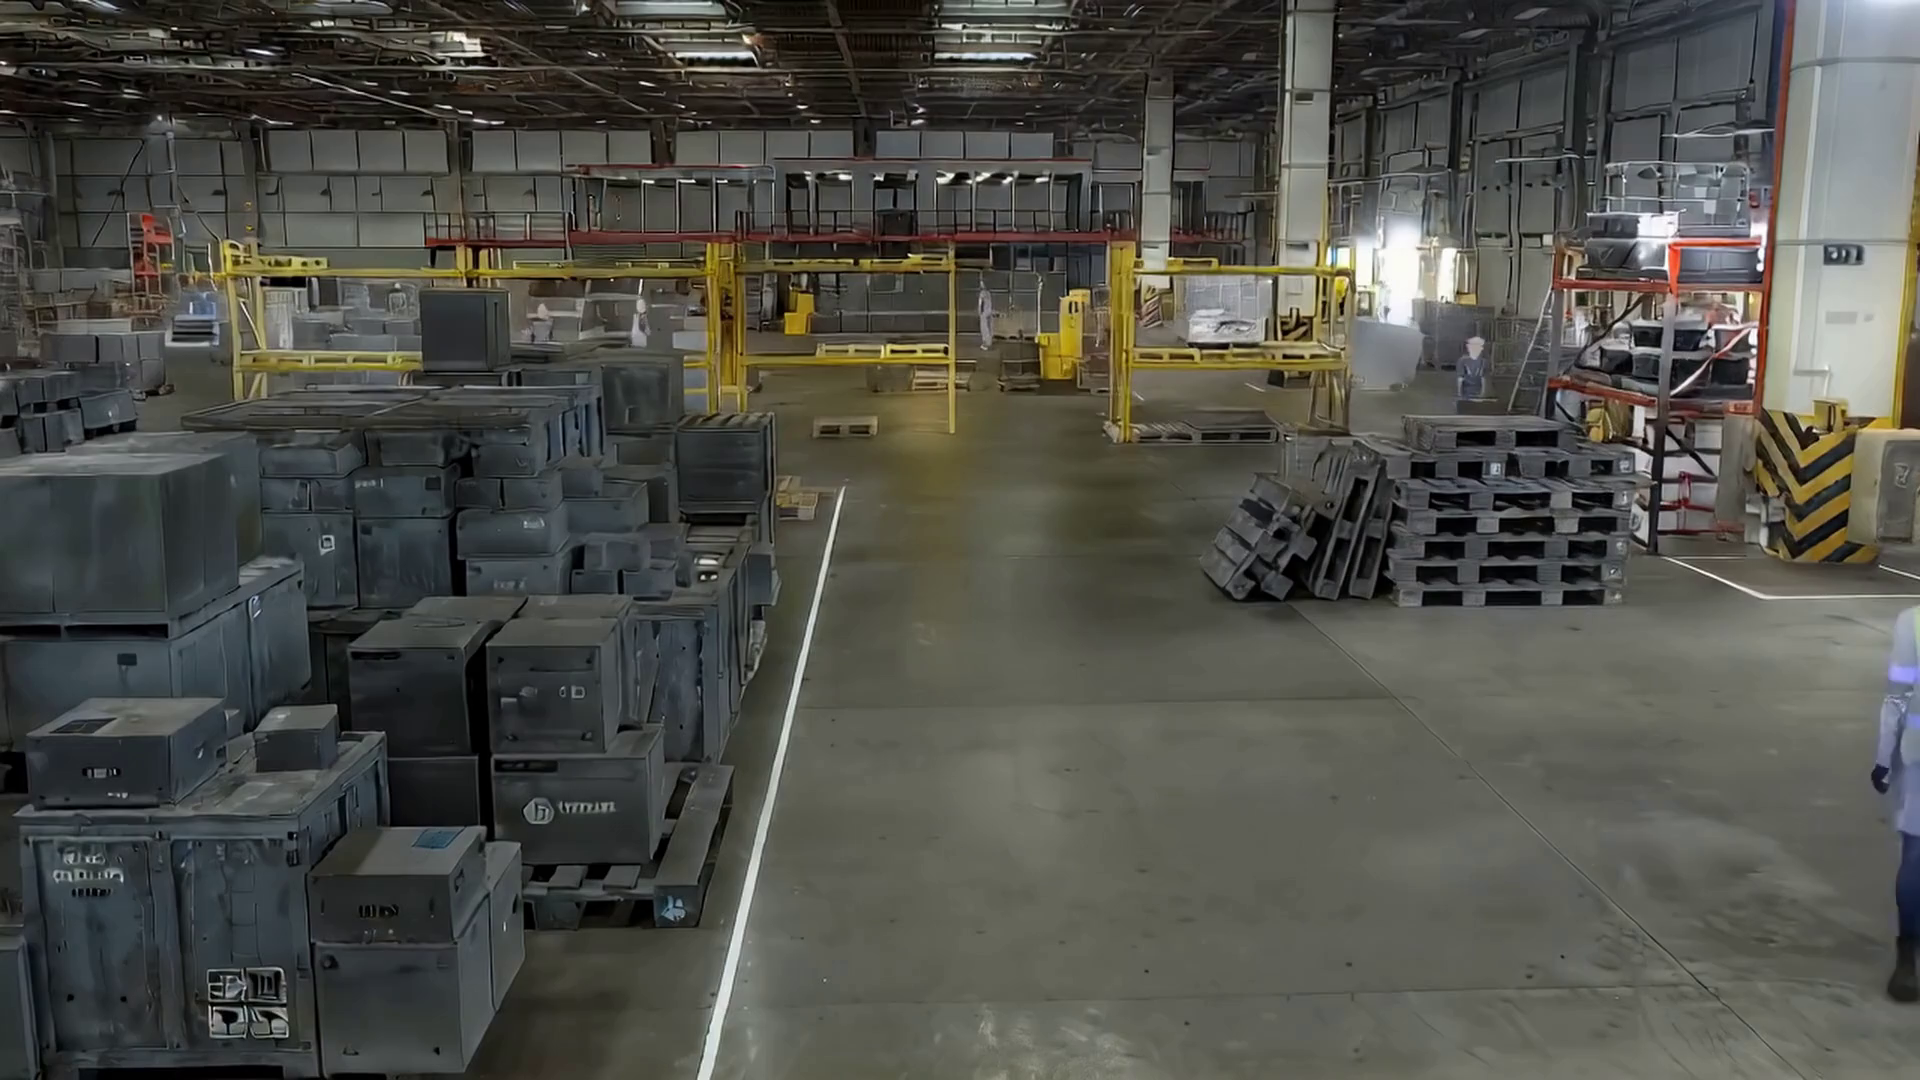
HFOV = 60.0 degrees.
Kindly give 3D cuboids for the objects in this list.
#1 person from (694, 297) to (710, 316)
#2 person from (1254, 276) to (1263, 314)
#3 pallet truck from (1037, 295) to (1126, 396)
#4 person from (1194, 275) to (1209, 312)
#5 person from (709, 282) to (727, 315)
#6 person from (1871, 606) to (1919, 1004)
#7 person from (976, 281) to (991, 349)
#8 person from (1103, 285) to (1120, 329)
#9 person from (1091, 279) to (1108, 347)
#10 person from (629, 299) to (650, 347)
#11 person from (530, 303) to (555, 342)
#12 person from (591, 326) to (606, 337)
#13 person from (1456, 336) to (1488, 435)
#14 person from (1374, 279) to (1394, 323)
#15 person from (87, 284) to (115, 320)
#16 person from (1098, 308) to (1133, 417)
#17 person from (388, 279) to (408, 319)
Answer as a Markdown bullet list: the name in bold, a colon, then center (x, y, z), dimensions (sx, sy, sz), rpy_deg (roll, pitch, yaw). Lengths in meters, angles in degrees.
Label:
- **person**: center (-6.082, -4.843, 39.130), dimensions (0.295, 1.744, 0.485), rpy_deg (7, 12, 34)
- **person**: center (12.390, -10.298, 69.003), dimensions (0.386, 1.928, 0.589), rpy_deg (-2, 10, -12)
- **pallet truck**: center (2.483, -3.881, 33.060), dimensions (1.885, 1.965, 0.823), rpy_deg (-7, 13, -36)
- **person**: center (10.363, -10.749, 71.374), dimensions (0.624, 1.985, 0.413), rpy_deg (3, 11, 14)
- **person**: center (-6.813, -6.297, 46.686), dimensions (0.544, 1.939, 0.354), rpy_deg (-2, 10, -9)
- **person**: center (3.960, 0.909, 6.591), dimensions (0.585, 1.915, 0.694), rpy_deg (5, 11, 27)
- **person**: center (0.648, -6.414, 47.400), dimensions (0.389, 1.927, 0.646), rpy_deg (5, 11, 25)
- **person**: center (4.191, -6.162, 46.202), dimensions (0.430, 1.845, 0.624), rpy_deg (-7, 12, -34)
- **person**: center (4.088, -6.563, 48.141), dimensions (0.607, 1.948, 0.389), rpy_deg (-3, 11, -15)
- **person**: center (-6.836, -4.207, 35.385), dimensions (0.522, 1.819, 0.822), rpy_deg (4, 11, 23)
- **person**: center (-8.185, -3.713, 32.589), dimensions (0.523, 1.842, 0.871), rpy_deg (-1, 10, -7)
- **person**: center (-4.888, -1.944, 22.541), dimensions (0.594, 1.908, 0.406), rpy_deg (-1, 10, -5)
- **person**: center (7.382, -2.119, 24.108), dimensions (0.546, 1.681, 0.427), rpy_deg (-4, 11, -20)
- **person**: center (13.927, -7.684, 54.801), dimensions (0.634, 1.794, 0.950), rpy_deg (9, 14, 42)
- **person**: center (-21.327, -5.360, 41.313), dimensions (0.621, 1.990, 0.391), rpy_deg (-6, 12, -29)
- **person**: center (2.597, -3.049, 28.729), dimensions (0.901, 1.883, 0.600), rpy_deg (-8, 13, -38)
- **person**: center (-16.981, -6.919, 50.274), dimensions (0.564, 1.906, 0.820), rpy_deg (-3, 11, -15)
